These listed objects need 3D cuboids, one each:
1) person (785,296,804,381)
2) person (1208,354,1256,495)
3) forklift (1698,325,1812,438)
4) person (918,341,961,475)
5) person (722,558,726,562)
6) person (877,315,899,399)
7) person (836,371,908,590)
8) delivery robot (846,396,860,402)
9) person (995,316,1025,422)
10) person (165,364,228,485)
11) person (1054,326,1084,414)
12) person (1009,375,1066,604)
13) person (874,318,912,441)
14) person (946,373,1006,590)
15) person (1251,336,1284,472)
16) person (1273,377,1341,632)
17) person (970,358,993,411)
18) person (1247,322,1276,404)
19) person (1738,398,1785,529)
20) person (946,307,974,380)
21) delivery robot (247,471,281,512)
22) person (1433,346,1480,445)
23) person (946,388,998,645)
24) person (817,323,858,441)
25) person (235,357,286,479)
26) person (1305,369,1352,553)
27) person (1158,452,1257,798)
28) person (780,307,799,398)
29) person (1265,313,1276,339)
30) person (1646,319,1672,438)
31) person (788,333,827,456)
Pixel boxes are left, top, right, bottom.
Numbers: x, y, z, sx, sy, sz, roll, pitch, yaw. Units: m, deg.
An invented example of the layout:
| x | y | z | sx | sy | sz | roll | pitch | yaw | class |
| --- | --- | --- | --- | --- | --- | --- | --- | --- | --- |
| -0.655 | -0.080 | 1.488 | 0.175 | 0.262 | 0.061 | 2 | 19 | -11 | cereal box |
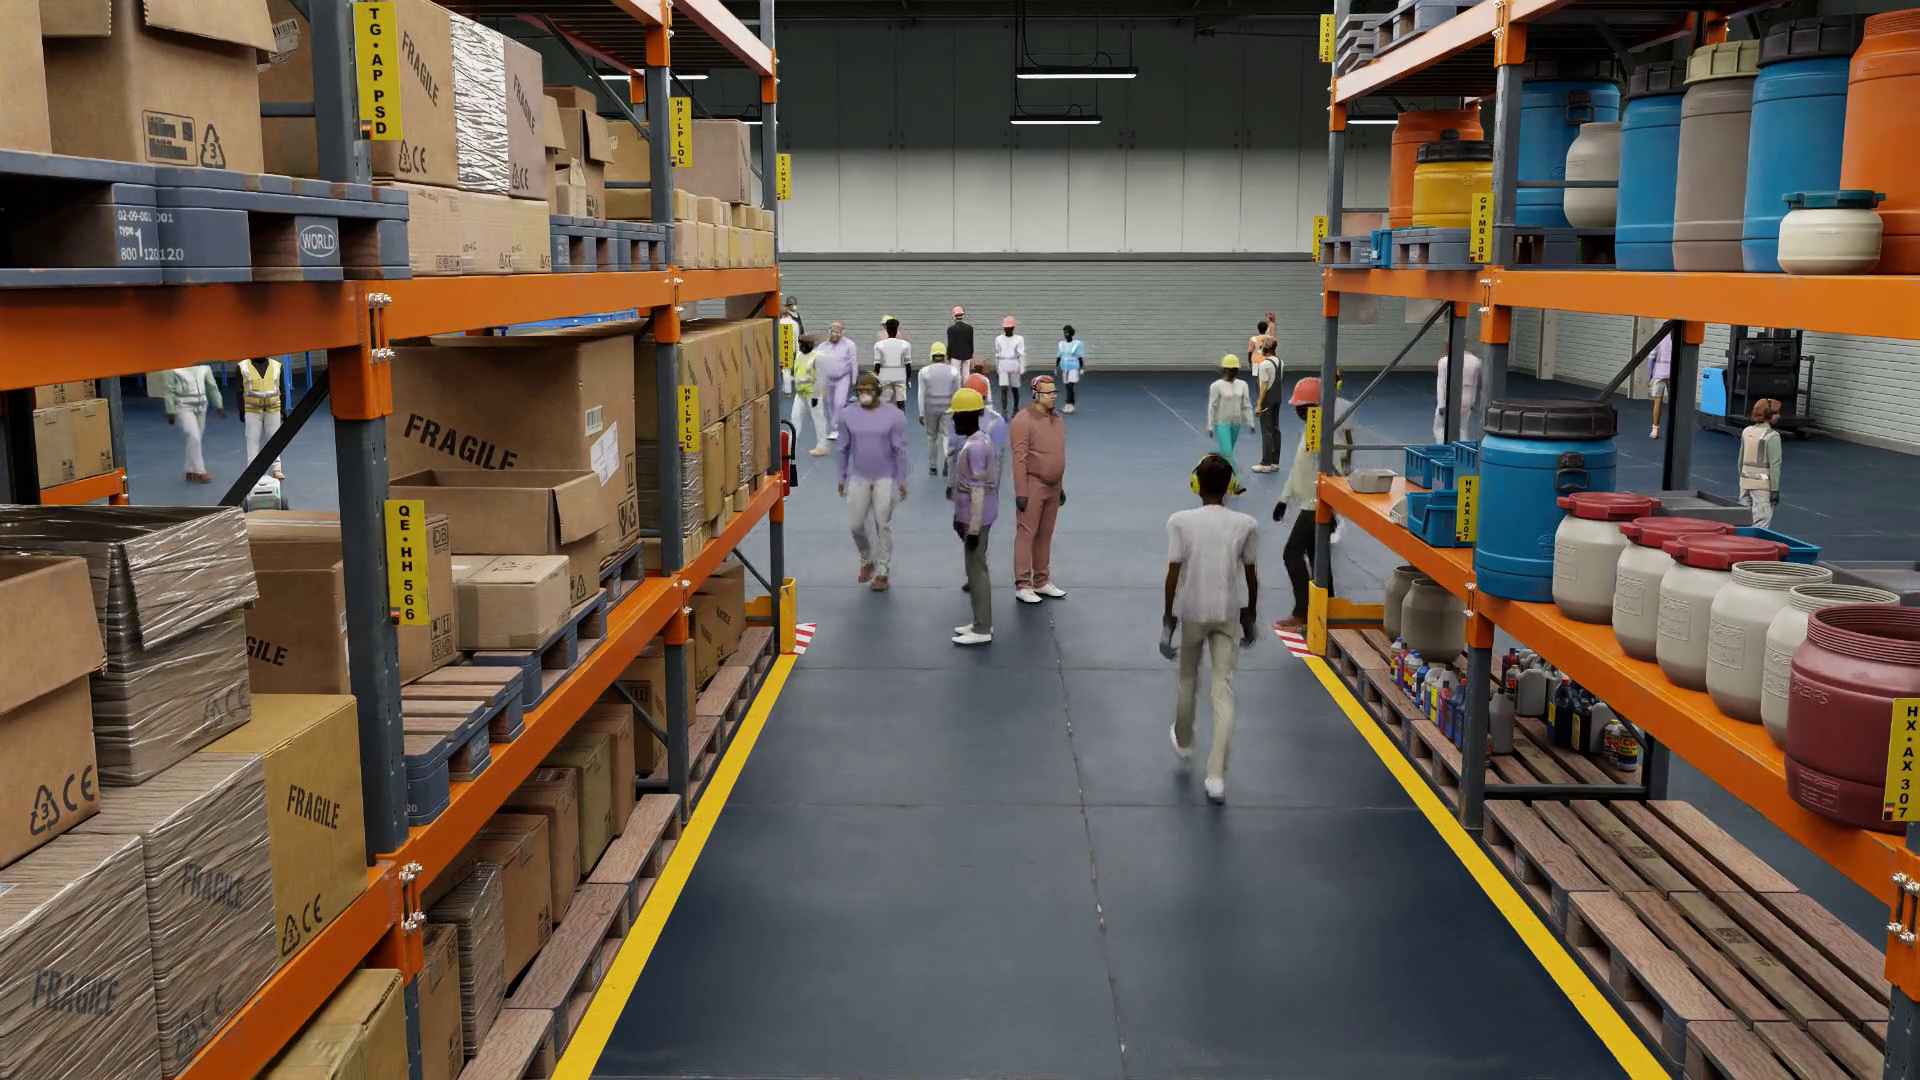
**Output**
| x | y | z | sx | sy | sz | roll | pitch | yaw | class |
| --- | --- | --- | --- | --- | --- | --- | --- | --- | --- |
| -4.042 | -4.872 | 40.358 | 0.537 | 2.000 | 0.683 | 4 | 10 | 22 | person |
| 3.350 | -1.417 | 20.476 | 0.540 | 1.718 | 0.900 | -4 | 10 | -24 | person |
| 13.248 | -3.165 | 27.620 | 1.129 | 2.768 | 1.873 | 0 | 9 | 1 | forklift |
| -0.266 | -1.742 | 22.190 | 0.596 | 1.807 | 0.735 | -1 | 10 | -8 | person |
| -2.213 | -0.350 | 14.239 | 0.545 | 1.672 | 0.695 | -5 | 11 | -28 | person |
| -1.488 | -3.840 | 34.891 | 0.523 | 1.757 | 0.484 | 3 | 10 | 17 | person |
| -0.768 | -0.521 | 14.533 | 0.668 | 1.919 | 0.417 | 2 | 10 | 11 | person |
| -1.799 | -2.662 | 30.503 | 0.335 | 0.223 | 0.698 | 6 | 11 | 33 | delivery robot |
| 0.911 | -3.108 | 30.100 | 0.554 | 1.904 | 0.956 | 2 | 10 | 13 | person |
| -9.829 | -1.671 | 21.459 | 0.862 | 1.906 | 0.624 | 5 | 11 | 27 | person |
| 2.002 | -3.191 | 31.280 | 0.556 | 1.655 | 0.840 | 7 | 12 | 37 | person |
| 0.695 | -0.437 | 14.065 | 0.399 | 1.910 | 0.643 | 8 | 12 | 38 | person |
| -1.076 | -2.562 | 26.612 | 0.612 | 1.963 | 0.363 | -1 | 10 | -8 | person |
| 0.143 | -0.517 | 14.537 | 0.567 | 1.910 | 0.583 | 4 | 10 | 23 | person |
| 4.216 | -1.857 | 22.750 | 0.344 | 1.847 | 0.505 | 8 | 13 | 41 | person |
| 2.661 | -0.260 | 12.766 | 0.581 | 1.973 | 0.638 | 2 | 10 | 10 | person |
| 0.158 | -1.554 | 21.592 | 0.674 | 1.614 | 0.541 | 2 | 10 | 12 | person |
| 6.103 | -3.592 | 33.717 | 0.549 | 1.646 | 0.865 | 0 | 9 | 2 | person |
| 7.198 | -0.456 | 14.981 | 0.309 | 1.636 | 0.523 | -1 | 10 | -8 | person |
| -0.012 | -3.564 | 32.557 | 0.609 | 1.986 | 0.391 | -6 | 11 | -34 | person |
| -7.780 | -0.542 | 18.581 | 0.477 | 0.478 | 0.707 | -4 | 10 | -22 | delivery robot |
| 6.758 | -1.873 | 22.722 | 0.648 | 1.891 | 0.448 | -2 | 10 | -10 | person |
| 0.093 | -0.181 | 12.495 | 0.386 | 1.922 | 0.613 | 0 | 9 | 0 | person |
| -2.011 | -2.525 | 26.636 | 0.697 | 1.876 | 0.765 | 3 | 10 | 18 | person |
| -9.180 | -1.711 | 21.890 | 0.624 | 1.844 | 0.429 | -6 | 11 | -33 | person |
| 3.677 | -0.825 | 16.622 | 0.519 | 1.836 | 0.906 | 9 | 13 | 42 | person |
| 1.361 | 0.431 | 9.135 | 0.565 | 1.812 | 0.978 | 0 | 9 | 1 | person |
| -3.795 | -4.003 | 35.409 | 0.657 | 1.907 | 0.825 | -8 | 12 | -38 | person |
| 7.468 | -4.655 | 40.124 | 0.307 | 1.641 | 0.514 | -1 | 10 | -8 | person |
| 11.513 | -2.678 | 27.075 | 0.616 | 2.041 | 0.382 | 4 | 10 | 20 | person |
| -2.326 | -2.129 | 24.506 | 0.875 | 1.802 | 0.645 | -8 | 13 | -41 | person |
